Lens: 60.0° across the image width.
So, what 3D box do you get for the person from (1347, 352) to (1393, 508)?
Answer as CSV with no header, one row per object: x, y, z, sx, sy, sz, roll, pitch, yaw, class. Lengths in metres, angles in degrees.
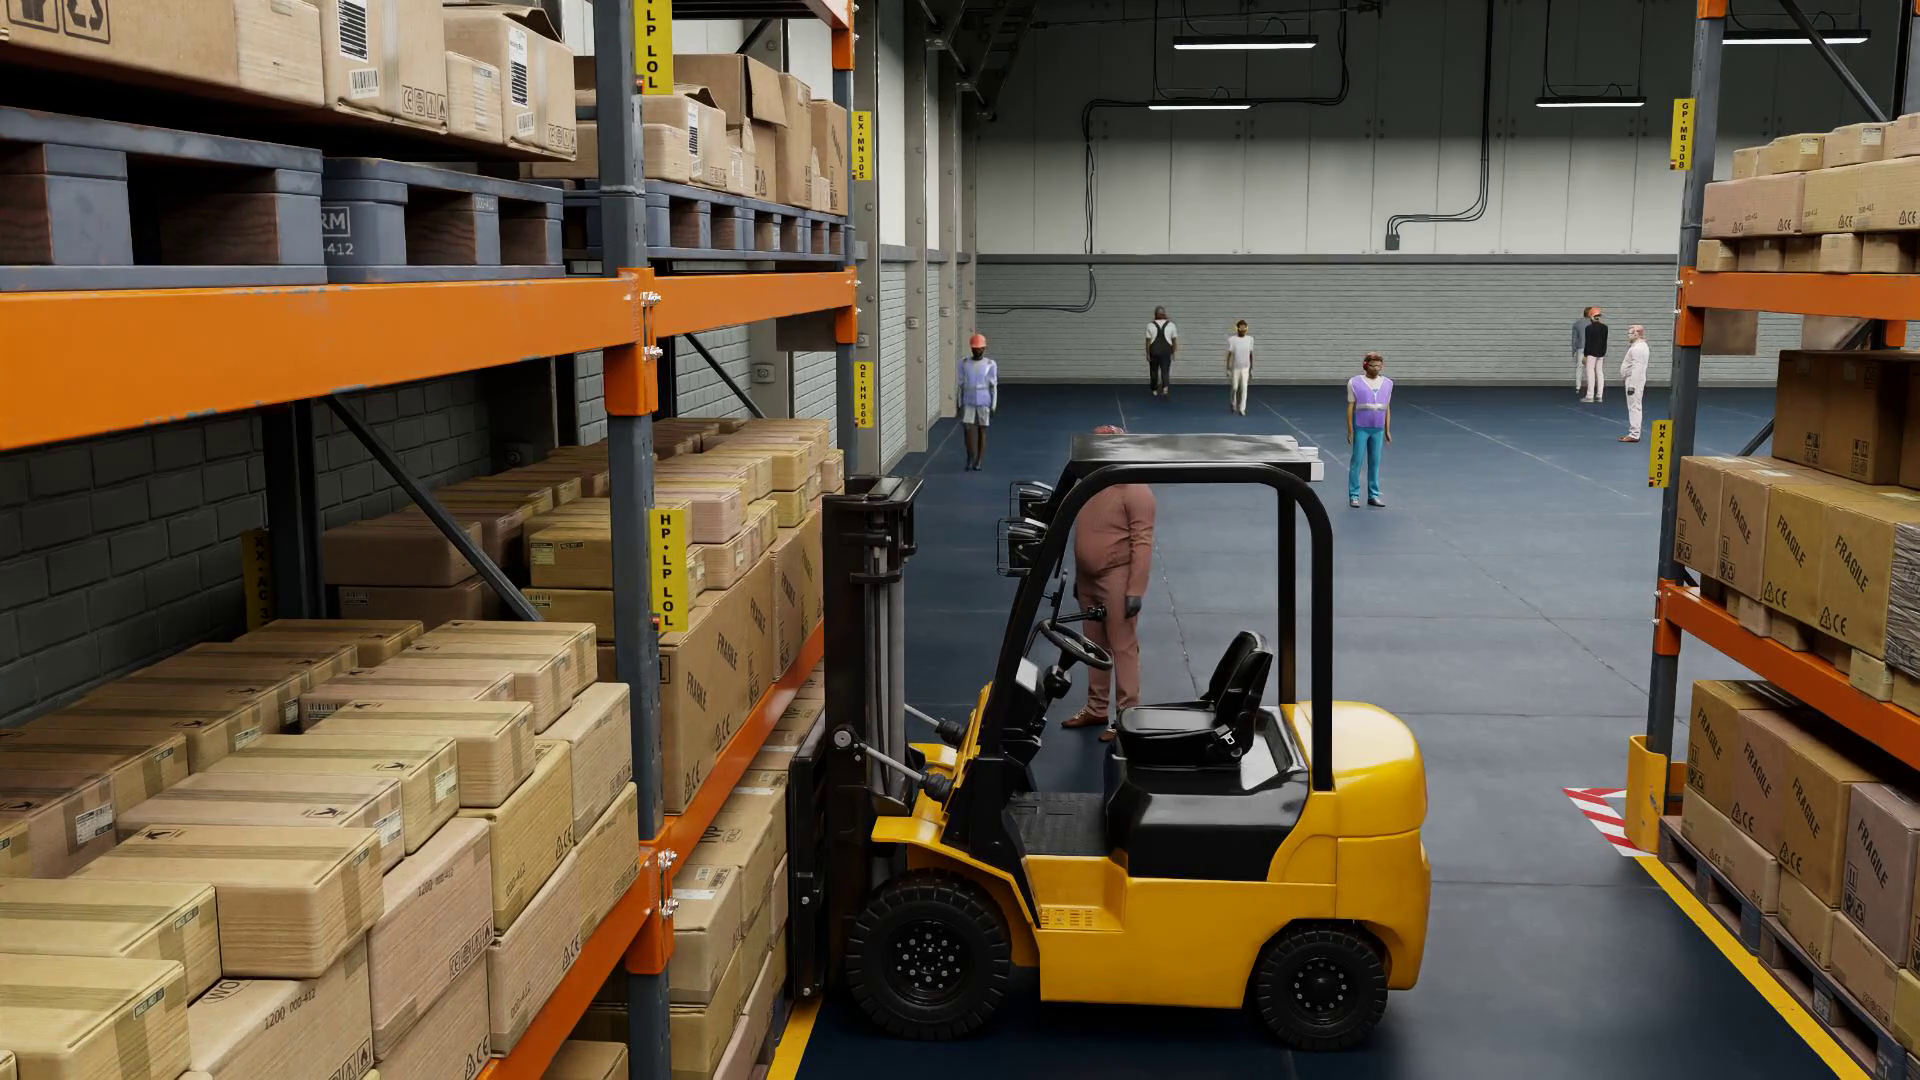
4.857,-1.309,19.777,0.565,1.840,0.390,-2,10,-13,person

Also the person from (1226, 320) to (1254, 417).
5.366,-3.303,31.866,0.523,1.846,0.787,0,9,1,person

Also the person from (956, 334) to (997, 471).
0.228,-1.896,23.093,0.580,1.917,0.606,1,9,5,person

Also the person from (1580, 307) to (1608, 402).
13.325,-3.892,34.971,0.623,1.989,0.399,-5,10,-26,person

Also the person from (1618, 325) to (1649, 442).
10.944,-2.540,27.043,0.405,1.904,0.653,5,11,28,person

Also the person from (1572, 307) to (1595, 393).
14.091,-4.268,37.416,0.635,1.935,0.351,5,11,29,person

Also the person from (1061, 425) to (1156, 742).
0.884,0.253,10.094,0.410,1.913,0.651,-6,11,-31,person

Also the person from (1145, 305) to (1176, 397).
4.394,-4.164,36.474,0.681,2.000,0.958,0,9,2,person
